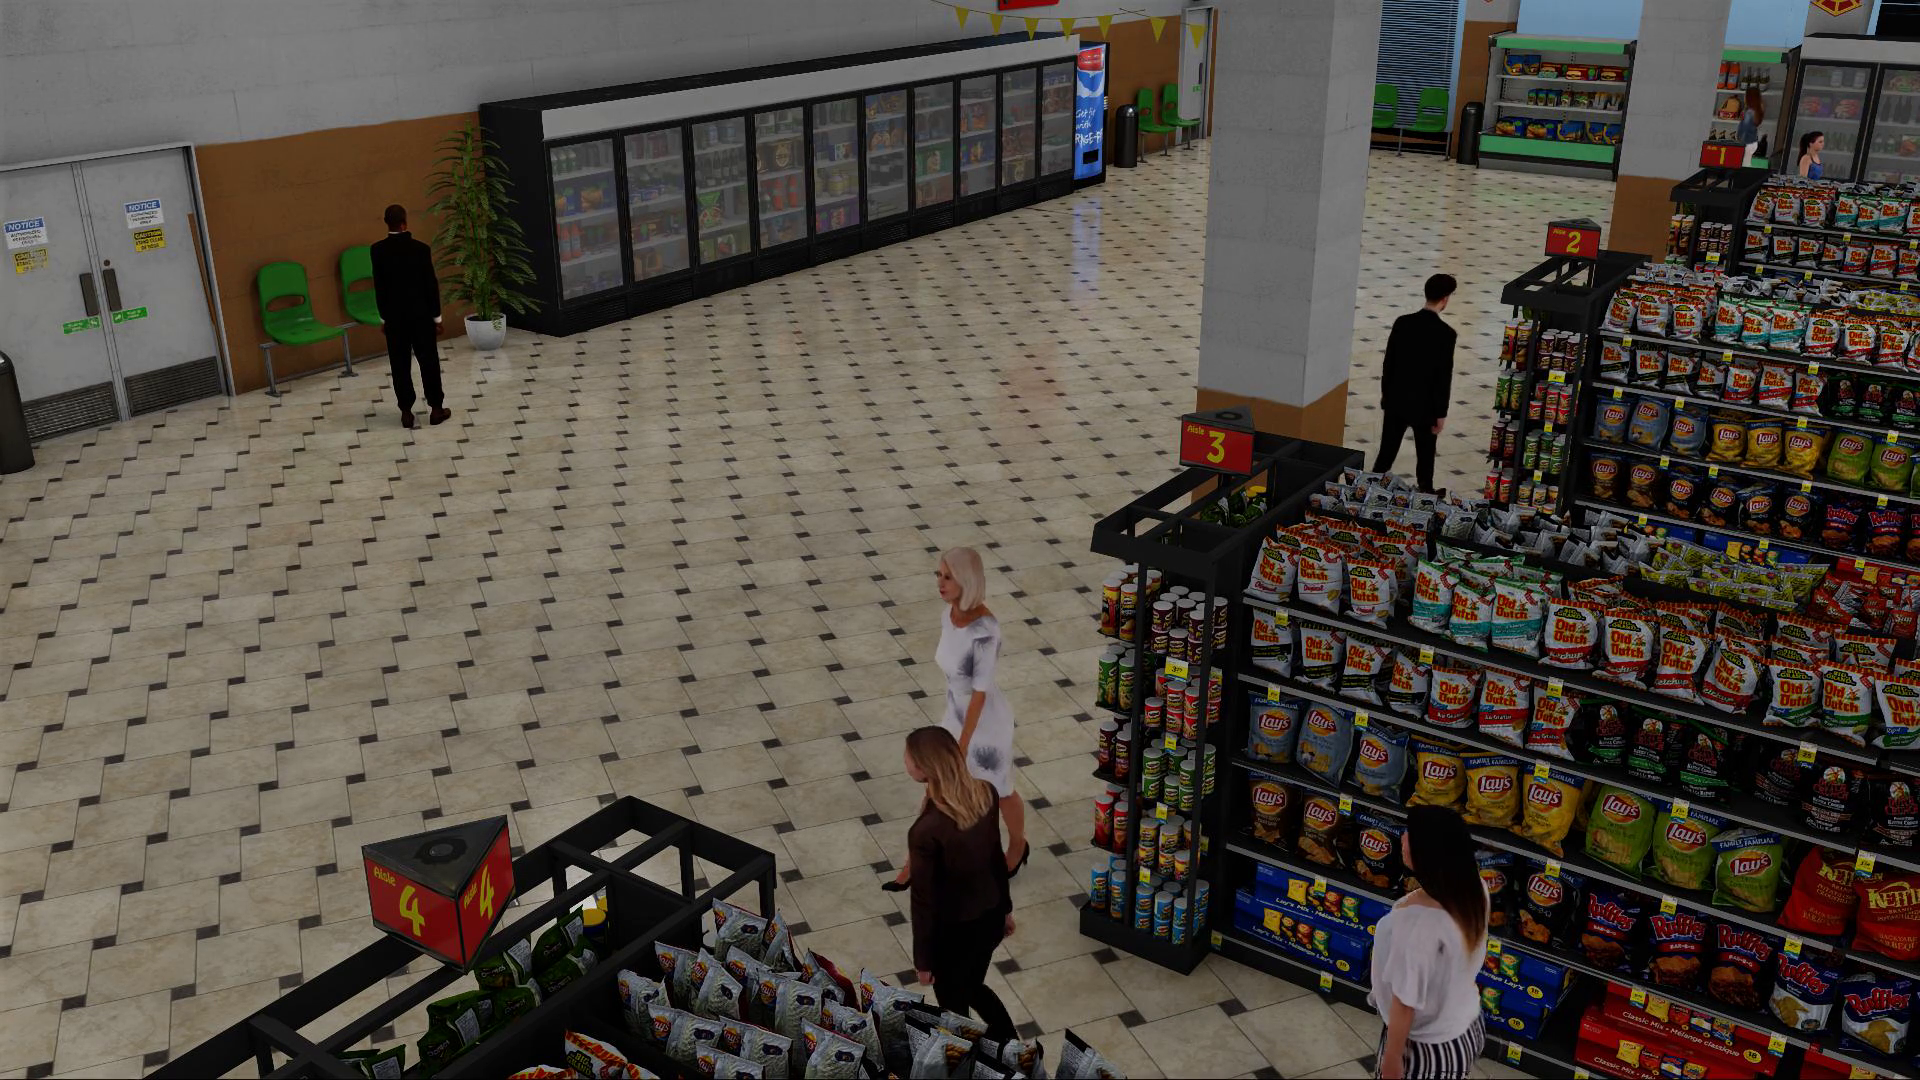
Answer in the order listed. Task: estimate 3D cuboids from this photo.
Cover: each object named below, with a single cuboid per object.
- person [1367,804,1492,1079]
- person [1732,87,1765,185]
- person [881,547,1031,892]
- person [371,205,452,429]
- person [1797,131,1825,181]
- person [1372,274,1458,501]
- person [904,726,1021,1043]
[{"bbox_3d":[1.616,1.676,5.610,0.851,1.666,0.710,16,27,34],"label":"person"},{"bbox_3d":[11.184,-5.506,23.451,0.610,1.691,0.632,15,27,34],"label":"person"},{"bbox_3d":[0.148,0.834,7.646,0.840,1.712,0.993,-17,27,-36],"label":"person"},{"bbox_3d":[-4.716,-1.919,14.237,0.779,1.905,0.842,-3,22,-8],"label":"person"},{"bbox_3d":[10.230,-4.134,20.145,0.579,1.610,0.588,19,29,39],"label":"person"},{"bbox_3d":[3.190,-0.927,11.878,1.168,1.824,0.899,16,27,35],"label":"person"},{"bbox_3d":[0.078,1.470,6.105,0.772,1.680,0.651,18,28,38],"label":"person"}]
